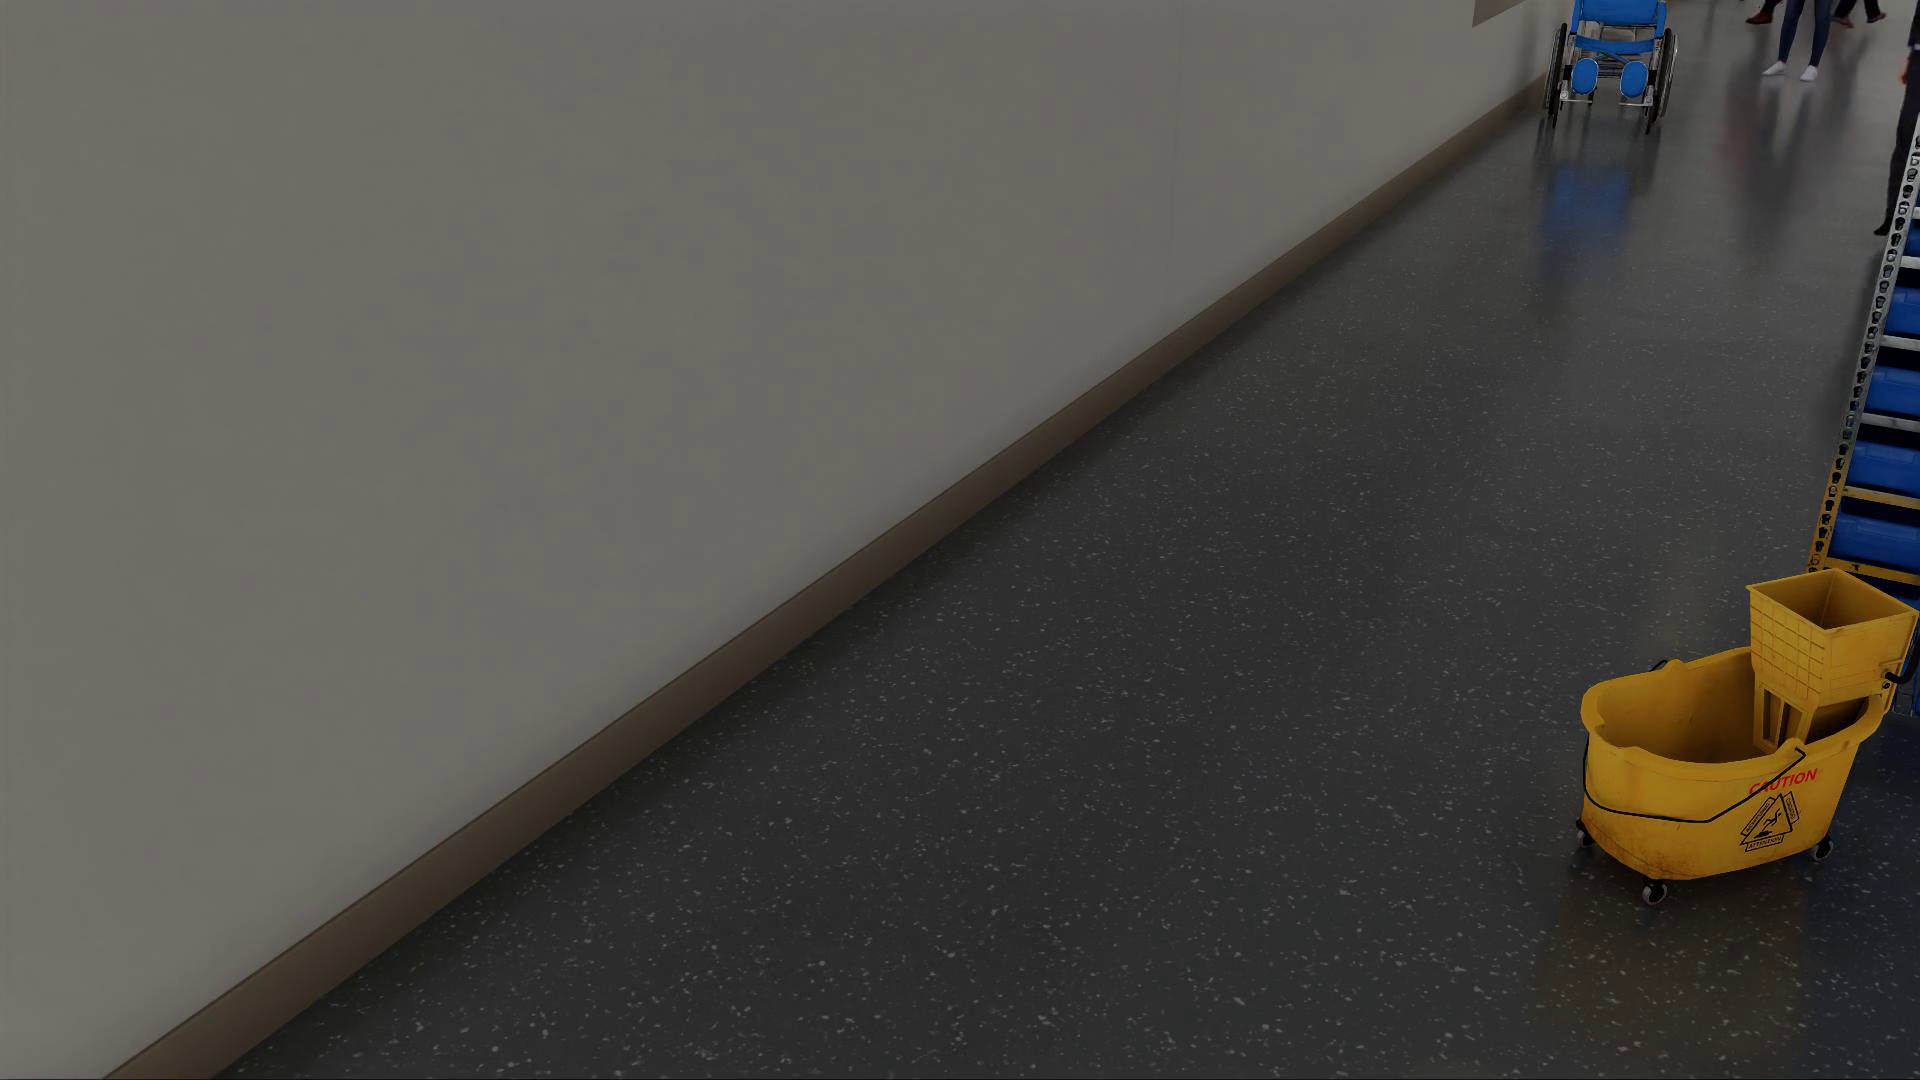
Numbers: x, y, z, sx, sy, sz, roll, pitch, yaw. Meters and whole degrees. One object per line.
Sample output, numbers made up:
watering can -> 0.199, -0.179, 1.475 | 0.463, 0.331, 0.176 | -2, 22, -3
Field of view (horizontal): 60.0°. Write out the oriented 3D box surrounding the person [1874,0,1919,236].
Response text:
person -> 5.285, -2.508, 8.882 | 1.054, 1.719, 0.754 | 19, 32, 34

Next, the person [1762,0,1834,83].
person -> 6.706, -4.496, 12.990 | 0.740, 1.732, 0.570 | -21, 33, -37

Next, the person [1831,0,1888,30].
person -> 8.281, -5.536, 15.074 | 1.138, 1.797, 1.298 | -16, 30, -30
